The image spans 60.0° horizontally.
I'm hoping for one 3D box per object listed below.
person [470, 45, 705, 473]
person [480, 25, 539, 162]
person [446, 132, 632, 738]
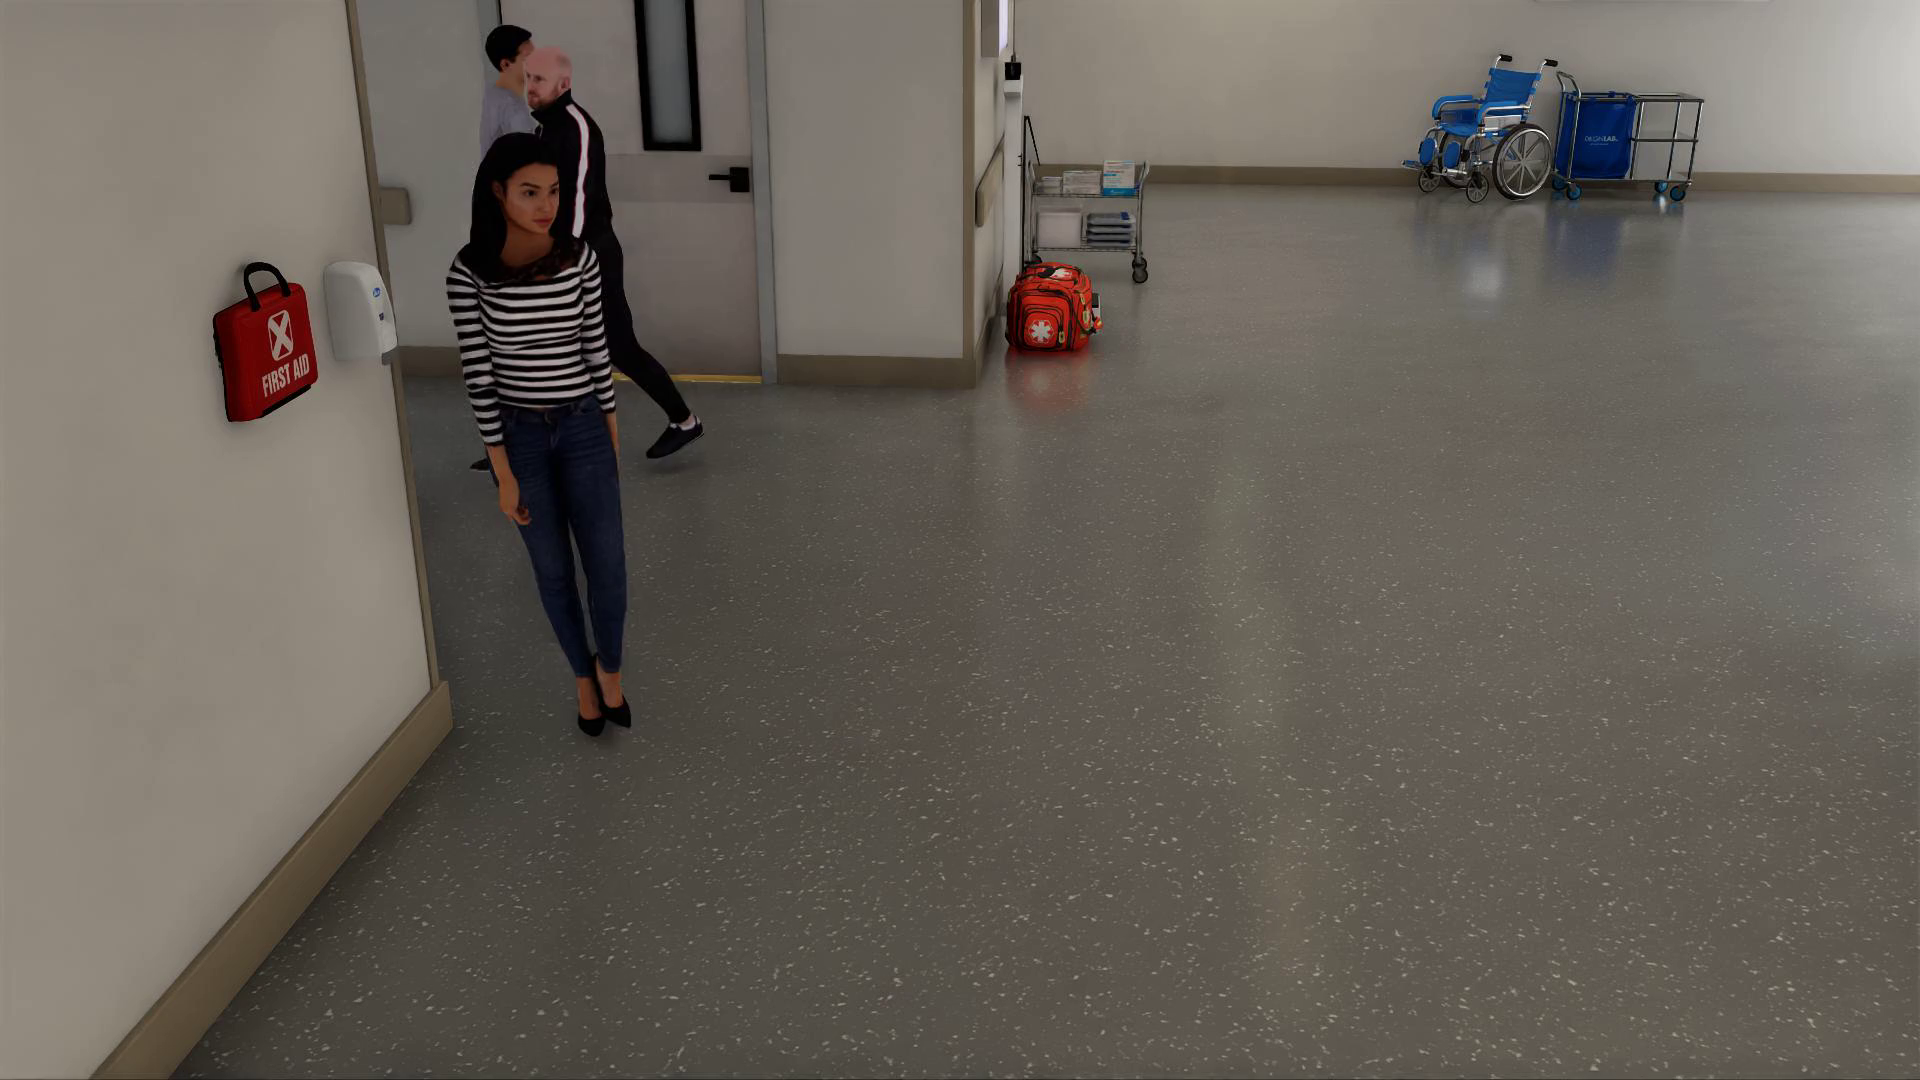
[{"bbox_3d":[-1.509,-1.130,7.039,1.232,1.781,1.197,-14,25,-33],"label":"person"},{"bbox_3d":[-2.144,-1.423,7.753,0.870,1.823,0.760,-9,23,-23],"label":"person"},{"bbox_3d":[-1.196,-0.242,4.694,0.713,1.764,0.757,-10,23,-25],"label":"person"}]
